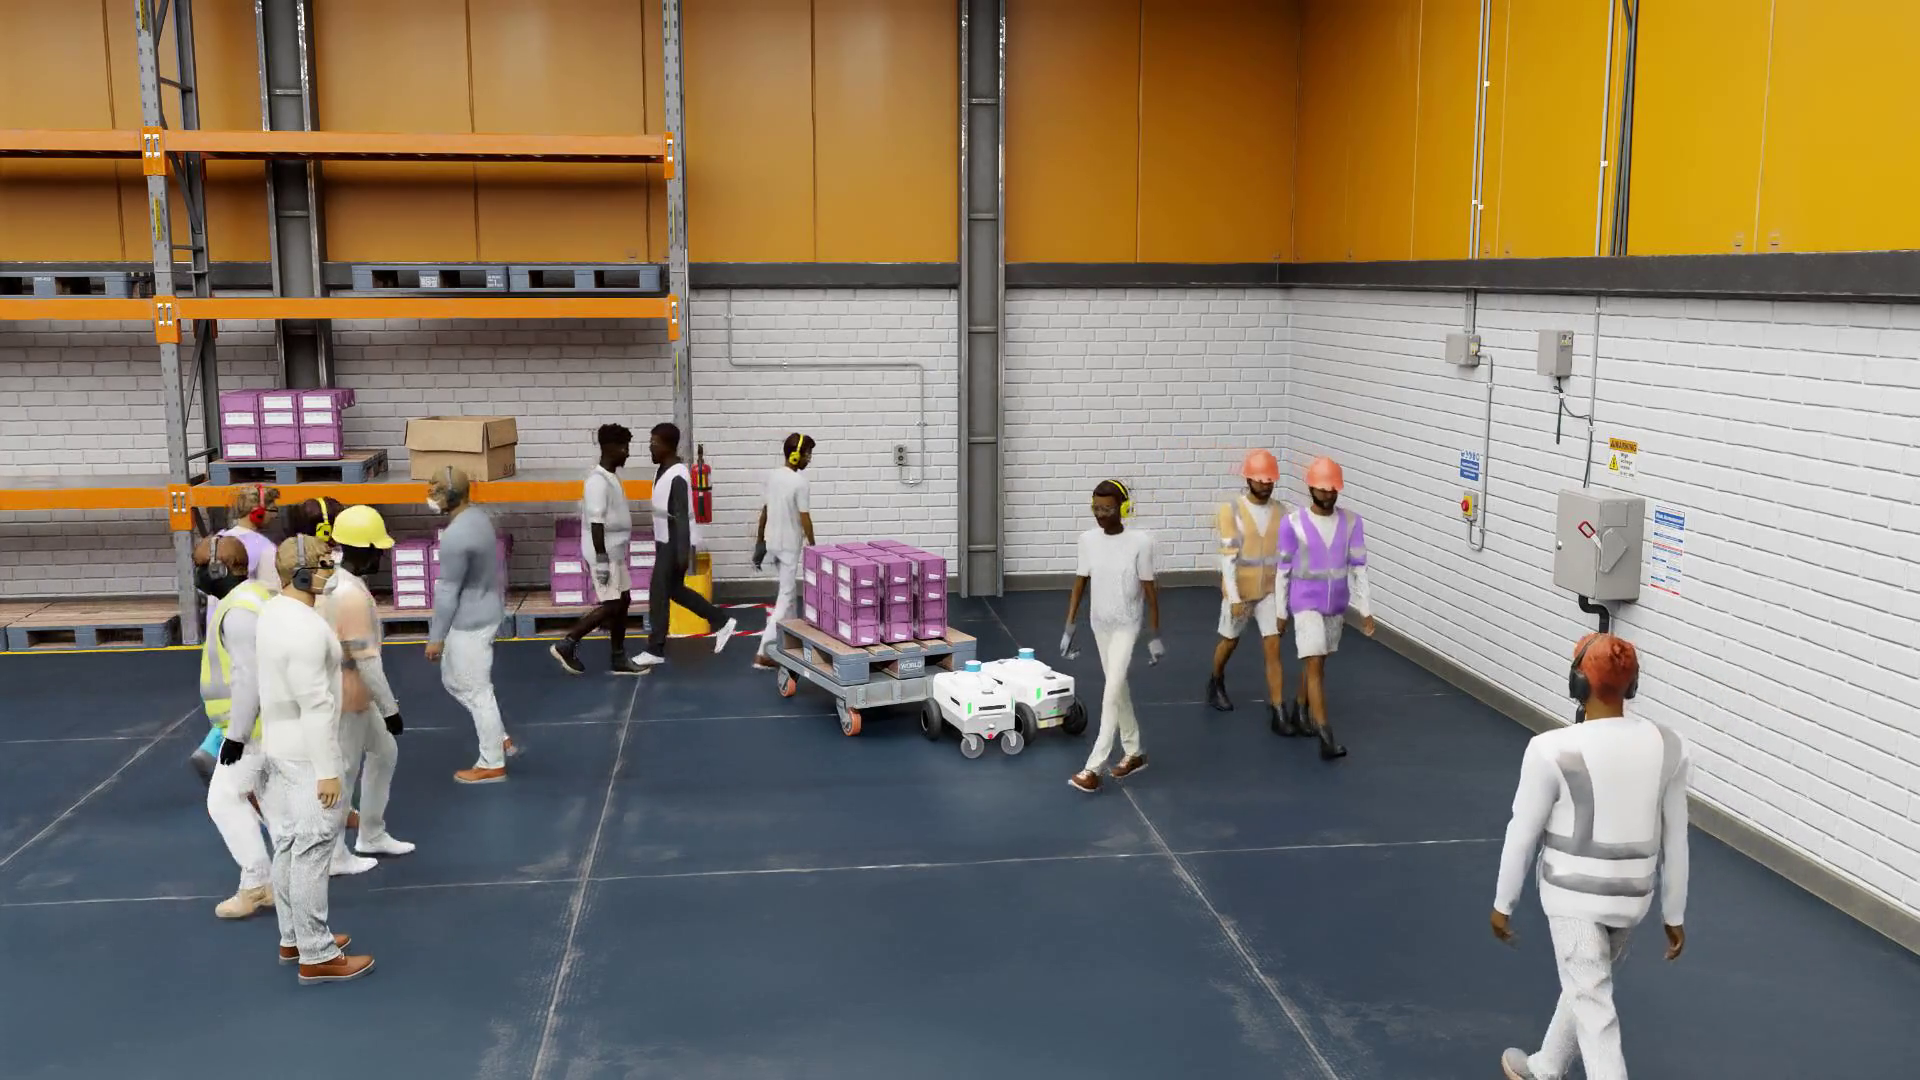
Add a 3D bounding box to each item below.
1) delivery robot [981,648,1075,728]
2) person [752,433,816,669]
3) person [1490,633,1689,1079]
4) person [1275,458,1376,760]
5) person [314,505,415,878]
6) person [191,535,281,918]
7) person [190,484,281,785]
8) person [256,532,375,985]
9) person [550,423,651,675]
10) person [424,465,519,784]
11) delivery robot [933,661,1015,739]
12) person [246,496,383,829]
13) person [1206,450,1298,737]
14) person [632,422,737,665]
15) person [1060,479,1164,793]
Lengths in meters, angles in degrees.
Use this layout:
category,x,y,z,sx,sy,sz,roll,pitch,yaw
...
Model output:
category,x,y,z,sx,sy,sz,roll,pitch,yaw
delivery robot,0.434,0.958,10.973,0.477,0.478,0.707,-6,11,-34
person,-1.346,0.081,12.836,0.803,1.822,0.605,-9,12,-43
person,2.138,1.220,5.667,0.598,1.832,0.980,-2,9,-11
person,2.309,0.416,10.558,0.566,1.881,0.996,-2,9,-10
person,-2.959,0.762,8.297,0.657,1.896,0.615,-5,10,-27
person,-3.381,0.875,7.880,0.564,1.813,0.651,-3,10,-20
person,-4.180,0.587,9.649,0.602,1.816,0.567,5,11,31
person,-2.803,0.927,7.149,0.355,1.938,0.636,-6,11,-35
person,-2.691,0.088,12.419,0.613,1.937,0.630,0,9,-1
person,-2.916,0.512,9.809,0.476,1.916,0.643,-1,9,-5
delivery robot,0.086,1.015,10.617,0.477,0.478,0.707,-3,10,-19
person,-3.519,0.689,8.931,0.623,1.846,0.538,-7,11,-37
person,1.946,0.314,11.183,0.533,1.887,1.022,-2,9,-14
person,-2.189,0.018,12.964,0.838,1.895,0.605,-3,10,-18
person,0.835,0.562,9.769,0.568,1.819,0.933,8,12,39
